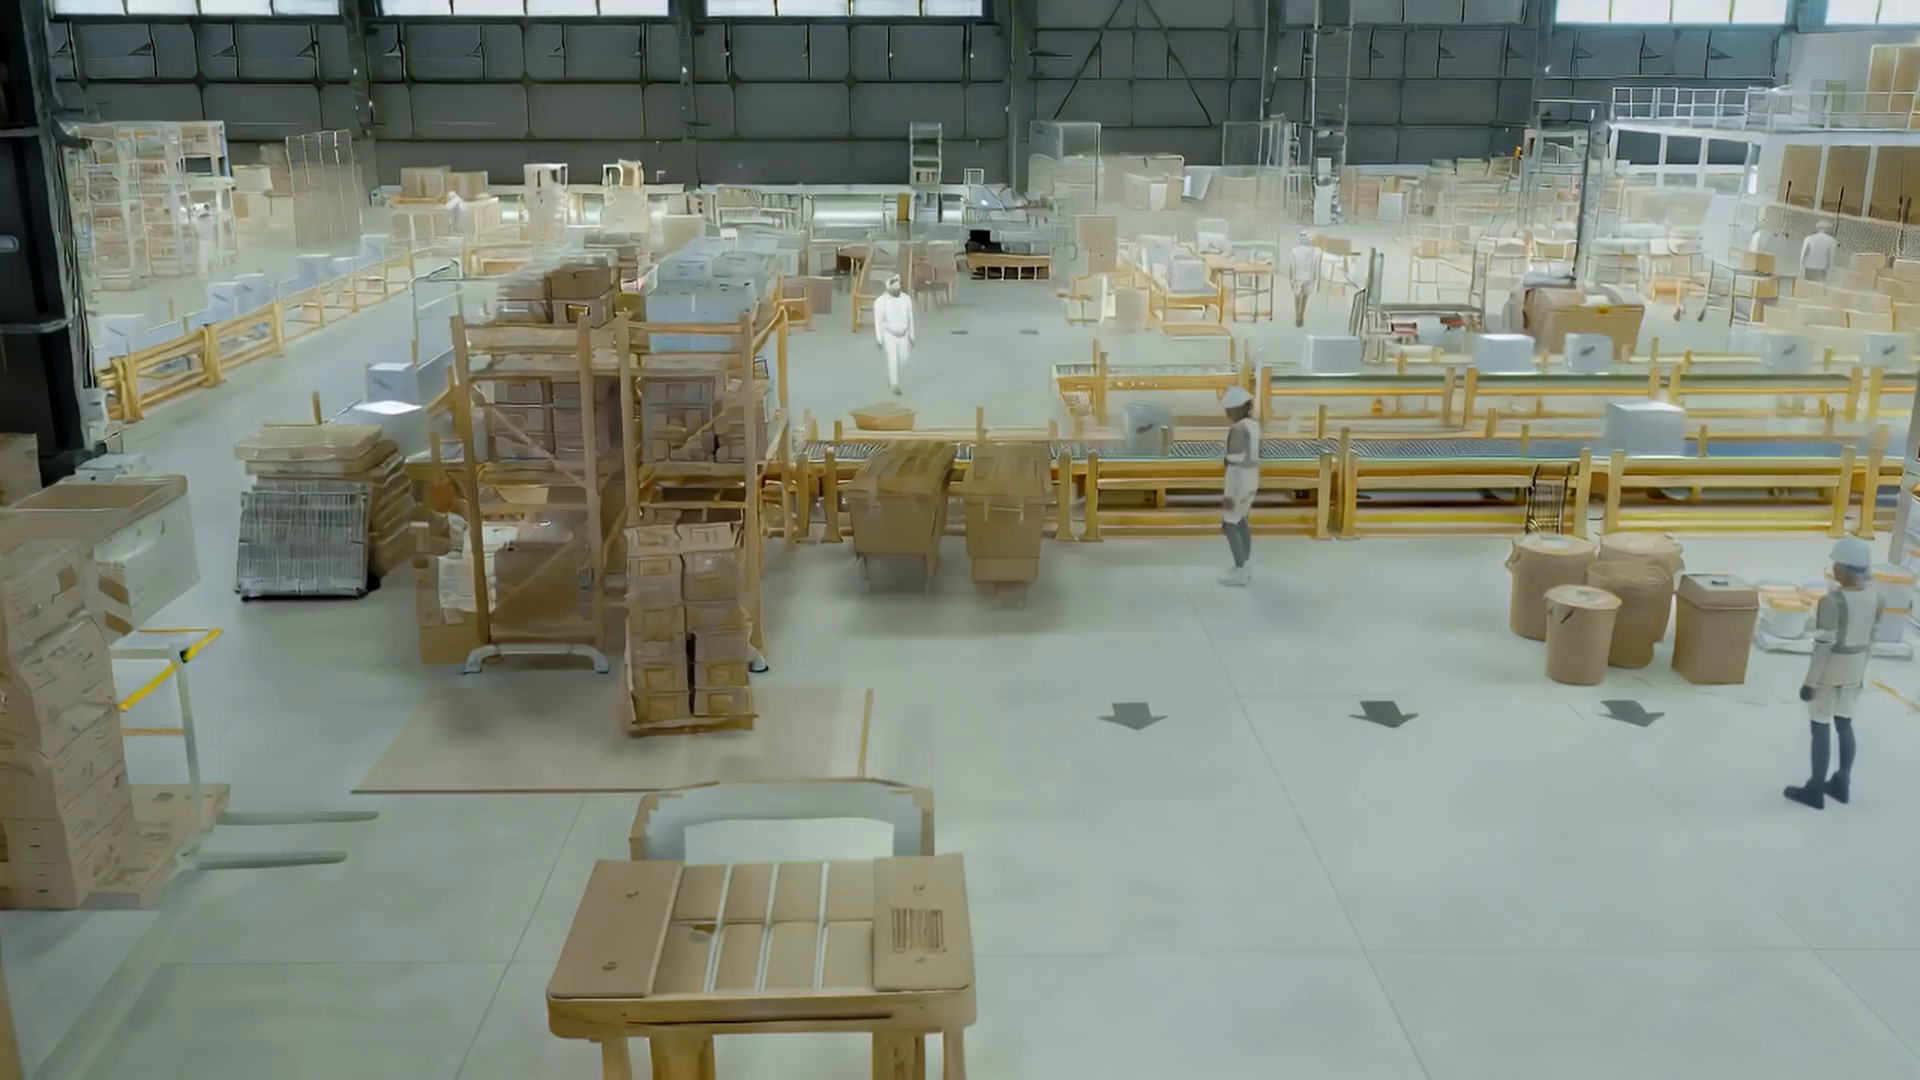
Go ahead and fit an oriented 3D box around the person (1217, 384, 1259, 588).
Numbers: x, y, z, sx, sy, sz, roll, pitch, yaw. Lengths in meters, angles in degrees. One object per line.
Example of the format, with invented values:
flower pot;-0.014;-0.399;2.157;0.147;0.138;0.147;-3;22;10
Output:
person;2.753;-0.546;16.483;0.417;2.031;0.710;8;18;25

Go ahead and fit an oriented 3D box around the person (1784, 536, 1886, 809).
person;6.077;0.917;11.566;0.552;1.935;0.366;-6;17;-21

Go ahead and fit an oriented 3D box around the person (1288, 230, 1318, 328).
person;6.751;-5.146;32.749;0.551;1.884;1.008;6;17;20

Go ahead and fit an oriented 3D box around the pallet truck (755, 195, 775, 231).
pallet truck;-6.051;-9.967;50.660;0.680;1.201;1.601;0;16;-1

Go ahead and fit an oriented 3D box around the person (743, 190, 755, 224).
person;-5.735;-8.507;44.670;0.523;1.751;0.526;-10;19;-30

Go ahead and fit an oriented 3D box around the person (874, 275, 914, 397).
person;-1.044;-3.210;26.003;0.654;1.882;0.687;-9;18;-29

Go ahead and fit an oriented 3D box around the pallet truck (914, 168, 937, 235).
pallet truck;-0.989;-10.316;50.507;0.823;1.965;1.885;1;16;3

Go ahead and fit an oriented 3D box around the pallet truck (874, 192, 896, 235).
pallet truck;-2.277;-9.986;50.594;0.653;1.274;1.630;0;16;-1

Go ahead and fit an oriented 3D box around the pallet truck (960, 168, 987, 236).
pallet truck;0.383;-10.230;50.206;0.823;1.965;1.885;-1;16;-3

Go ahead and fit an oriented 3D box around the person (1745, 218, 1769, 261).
person;17.313;-6.104;36.212;0.625;1.801;0.421;-15;22;-41

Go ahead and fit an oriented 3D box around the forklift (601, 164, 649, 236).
forklift;-9.948;-10.127;49.296;1.157;1.987;2.680;-1;16;-3

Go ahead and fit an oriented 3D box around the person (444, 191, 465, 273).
person;-12.428;-7.581;40.958;0.523;2.016;0.646;-7;17;-22

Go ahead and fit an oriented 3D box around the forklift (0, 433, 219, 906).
forklift;-5.952;0.780;10.366;1.873;2.768;1.129;0;16;-1

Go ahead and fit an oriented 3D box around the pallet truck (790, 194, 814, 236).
pallet truck;-4.814;-9.883;50.259;0.704;1.261;1.522;-1;16;-3

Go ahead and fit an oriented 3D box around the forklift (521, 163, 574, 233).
forklift;-12.233;-10.122;49.298;1.157;1.987;2.680;0;16;-1

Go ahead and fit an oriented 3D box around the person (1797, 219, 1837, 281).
person;17.665;-5.629;34.320;0.622;1.947;1.023;5;17;18

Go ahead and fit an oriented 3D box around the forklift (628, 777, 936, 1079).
forklift;-0.542;2.165;5.552;1.129;2.768;1.873;-1;16;-2

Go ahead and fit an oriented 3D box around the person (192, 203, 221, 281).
person;-18.063;-7.174;39.918;0.570;1.816;0.829;-2;16;-8
